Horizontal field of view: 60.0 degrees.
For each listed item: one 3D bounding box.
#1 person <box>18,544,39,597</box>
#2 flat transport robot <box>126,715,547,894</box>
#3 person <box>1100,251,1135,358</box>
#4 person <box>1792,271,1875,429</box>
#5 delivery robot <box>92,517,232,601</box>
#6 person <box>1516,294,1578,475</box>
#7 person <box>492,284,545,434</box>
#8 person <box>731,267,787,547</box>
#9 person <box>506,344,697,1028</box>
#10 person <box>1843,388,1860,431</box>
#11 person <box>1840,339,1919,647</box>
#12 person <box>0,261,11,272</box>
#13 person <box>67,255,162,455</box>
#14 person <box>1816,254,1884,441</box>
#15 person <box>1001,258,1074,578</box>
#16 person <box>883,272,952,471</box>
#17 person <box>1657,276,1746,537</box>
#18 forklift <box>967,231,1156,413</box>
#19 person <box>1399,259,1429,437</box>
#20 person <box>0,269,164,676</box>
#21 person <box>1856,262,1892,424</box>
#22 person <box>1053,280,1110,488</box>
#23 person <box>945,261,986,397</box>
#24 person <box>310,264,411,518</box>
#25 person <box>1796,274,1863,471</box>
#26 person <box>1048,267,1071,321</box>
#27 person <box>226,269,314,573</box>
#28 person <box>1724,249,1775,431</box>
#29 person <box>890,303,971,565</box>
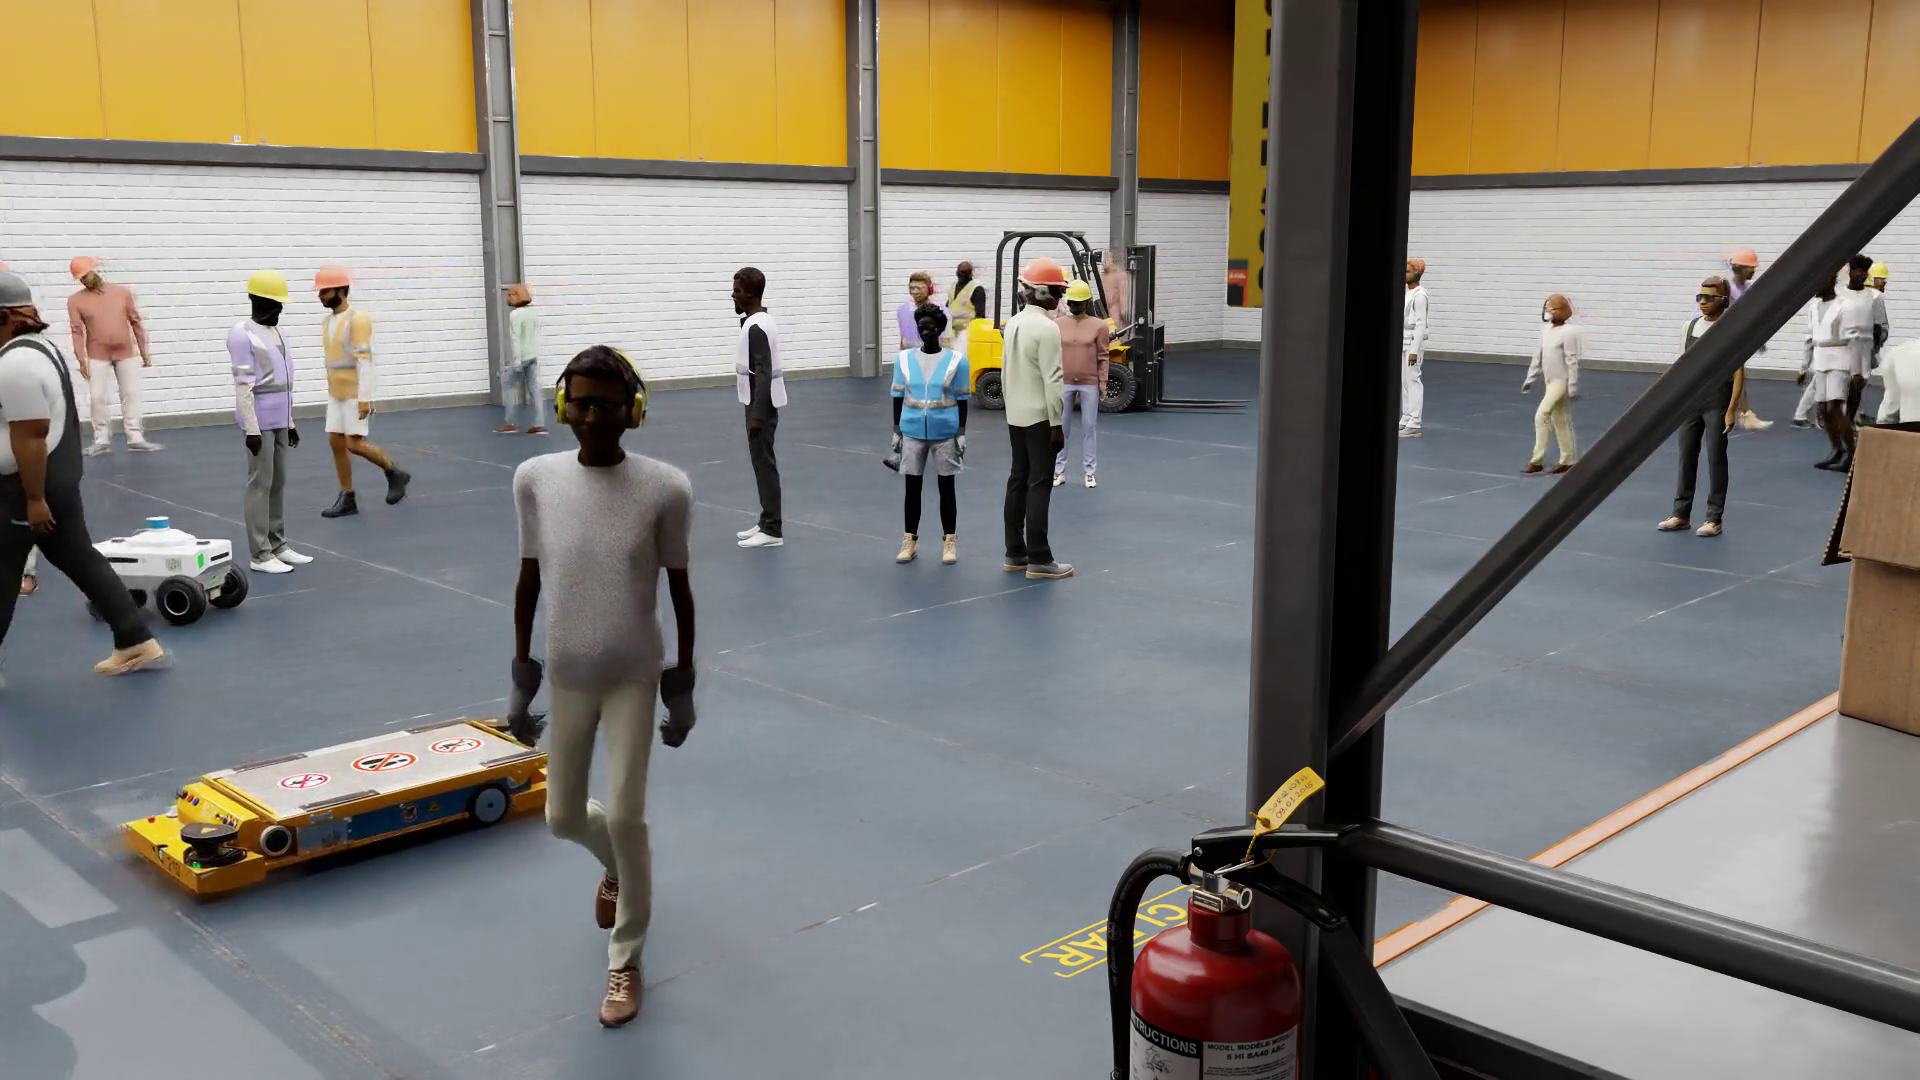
[{"bbox_3d":[-5.734,-0.589,9.823,0.514,1.872,0.328,0,10,0],"label":"person"},{"bbox_3d":[-2.146,0.911,6.003,1.431,0.197,0.652,-10,14,-44],"label":"flat transport robot"},{"bbox_3d":[2.493,-3.662,26.583,0.570,1.873,0.685,-4,11,-22],"label":"person"},{"bbox_3d":[9.616,-2.077,18.243,0.792,1.773,0.612,8,13,37],"label":"person"},{"bbox_3d":[-4.475,0.114,9.322,0.707,0.478,0.477,1,11,8],"label":"delivery robot"},{"bbox_3d":[5.209,-1.371,14.797,0.705,1.608,0.513,-1,10,-4],"label":"person"},{"bbox_3d":[-4.775,-1.936,17.847,0.665,1.609,0.534,2,11,12],"label":"person"},{"bbox_3d":[-1.372,-0.911,11.444,0.371,1.916,0.597,-1,10,-7],"label":"person"},{"bbox_3d":[-0.987,0.369,4.664,0.530,1.849,0.634,1,10,4],"label":"person"},{"bbox_3d":[9.716,-2.007,18.185,0.310,1.639,0.514,-3,11,-16],"label":"person"},{"bbox_3d":[4.824,-0.319,8.288,0.985,1.888,0.655,-8,13,-38],"label":"person"},{"bbox_3d":[-7.980,-1.372,13.905,0.354,1.939,0.545,2,11,9],"label":"person"},{"bbox_3d":[-8.244,-1.796,16.234,0.747,1.945,0.386,-8,13,-38],"label":"person"},{"bbox_3d":[9.342,-2.027,17.493,0.613,1.939,0.625,2,11,10],"label":"person"},{"bbox_3d":[0.487,-0.761,10.425,0.393,1.990,0.623,-5,12,-26],"label":"person"},{"bbox_3d":[-0.353,-1.508,15.036,0.608,1.792,0.948,5,12,27],"label":"person"},{"bbox_3d":[5.308,-0.948,11.849,0.345,1.846,0.508,-8,13,-36],"label":"person"},{"bbox_3d":[1.222,-2.721,20.561,2.313,2.155,1.214,2,11,13],"label":"forklift"},{"bbox_3d":[4.784,-2.037,17.677,0.354,1.884,0.576,0,10,2],"label":"person"},{"bbox_3d":[-4.369,-0.314,7.857,1.024,2.000,0.694,-3,11,-15],"label":"person"},{"bbox_3d":[10.279,-2.222,18.839,0.404,1.827,0.600,9,14,41],"label":"person"},{"bbox_3d":[0.998,-1.314,14.085,0.526,1.760,0.337,2,11,13],"label":"person"},{"bbox_3d":[-0.026,-2.723,21.687,0.904,1.790,0.684,-6,12,-29],"label":"person"},{"bbox_3d":[-4.602,-1.134,12.666,0.561,1.916,0.593,7,13,35],"label":"person"},{"bbox_3d":[7.897,-1.570,15.115,0.512,1.888,0.596,-2,11,-11],"label":"person"},{"bbox_3d":[1.128,-2.308,19.488,0.329,1.765,0.526,2,11,10],"label":"person"},{"bbox_3d":[-4.390,-0.754,10.593,0.380,1.917,0.586,0,10,2],"label":"person"},{"bbox_3d":[8.506,-2.197,18.302,0.593,1.985,1.029,-10,14,-43],"label":"person"},{"bbox_3d":[-0.195,-0.684,10.814,0.533,1.697,0.318,2,11,9],"label":"person"}]
